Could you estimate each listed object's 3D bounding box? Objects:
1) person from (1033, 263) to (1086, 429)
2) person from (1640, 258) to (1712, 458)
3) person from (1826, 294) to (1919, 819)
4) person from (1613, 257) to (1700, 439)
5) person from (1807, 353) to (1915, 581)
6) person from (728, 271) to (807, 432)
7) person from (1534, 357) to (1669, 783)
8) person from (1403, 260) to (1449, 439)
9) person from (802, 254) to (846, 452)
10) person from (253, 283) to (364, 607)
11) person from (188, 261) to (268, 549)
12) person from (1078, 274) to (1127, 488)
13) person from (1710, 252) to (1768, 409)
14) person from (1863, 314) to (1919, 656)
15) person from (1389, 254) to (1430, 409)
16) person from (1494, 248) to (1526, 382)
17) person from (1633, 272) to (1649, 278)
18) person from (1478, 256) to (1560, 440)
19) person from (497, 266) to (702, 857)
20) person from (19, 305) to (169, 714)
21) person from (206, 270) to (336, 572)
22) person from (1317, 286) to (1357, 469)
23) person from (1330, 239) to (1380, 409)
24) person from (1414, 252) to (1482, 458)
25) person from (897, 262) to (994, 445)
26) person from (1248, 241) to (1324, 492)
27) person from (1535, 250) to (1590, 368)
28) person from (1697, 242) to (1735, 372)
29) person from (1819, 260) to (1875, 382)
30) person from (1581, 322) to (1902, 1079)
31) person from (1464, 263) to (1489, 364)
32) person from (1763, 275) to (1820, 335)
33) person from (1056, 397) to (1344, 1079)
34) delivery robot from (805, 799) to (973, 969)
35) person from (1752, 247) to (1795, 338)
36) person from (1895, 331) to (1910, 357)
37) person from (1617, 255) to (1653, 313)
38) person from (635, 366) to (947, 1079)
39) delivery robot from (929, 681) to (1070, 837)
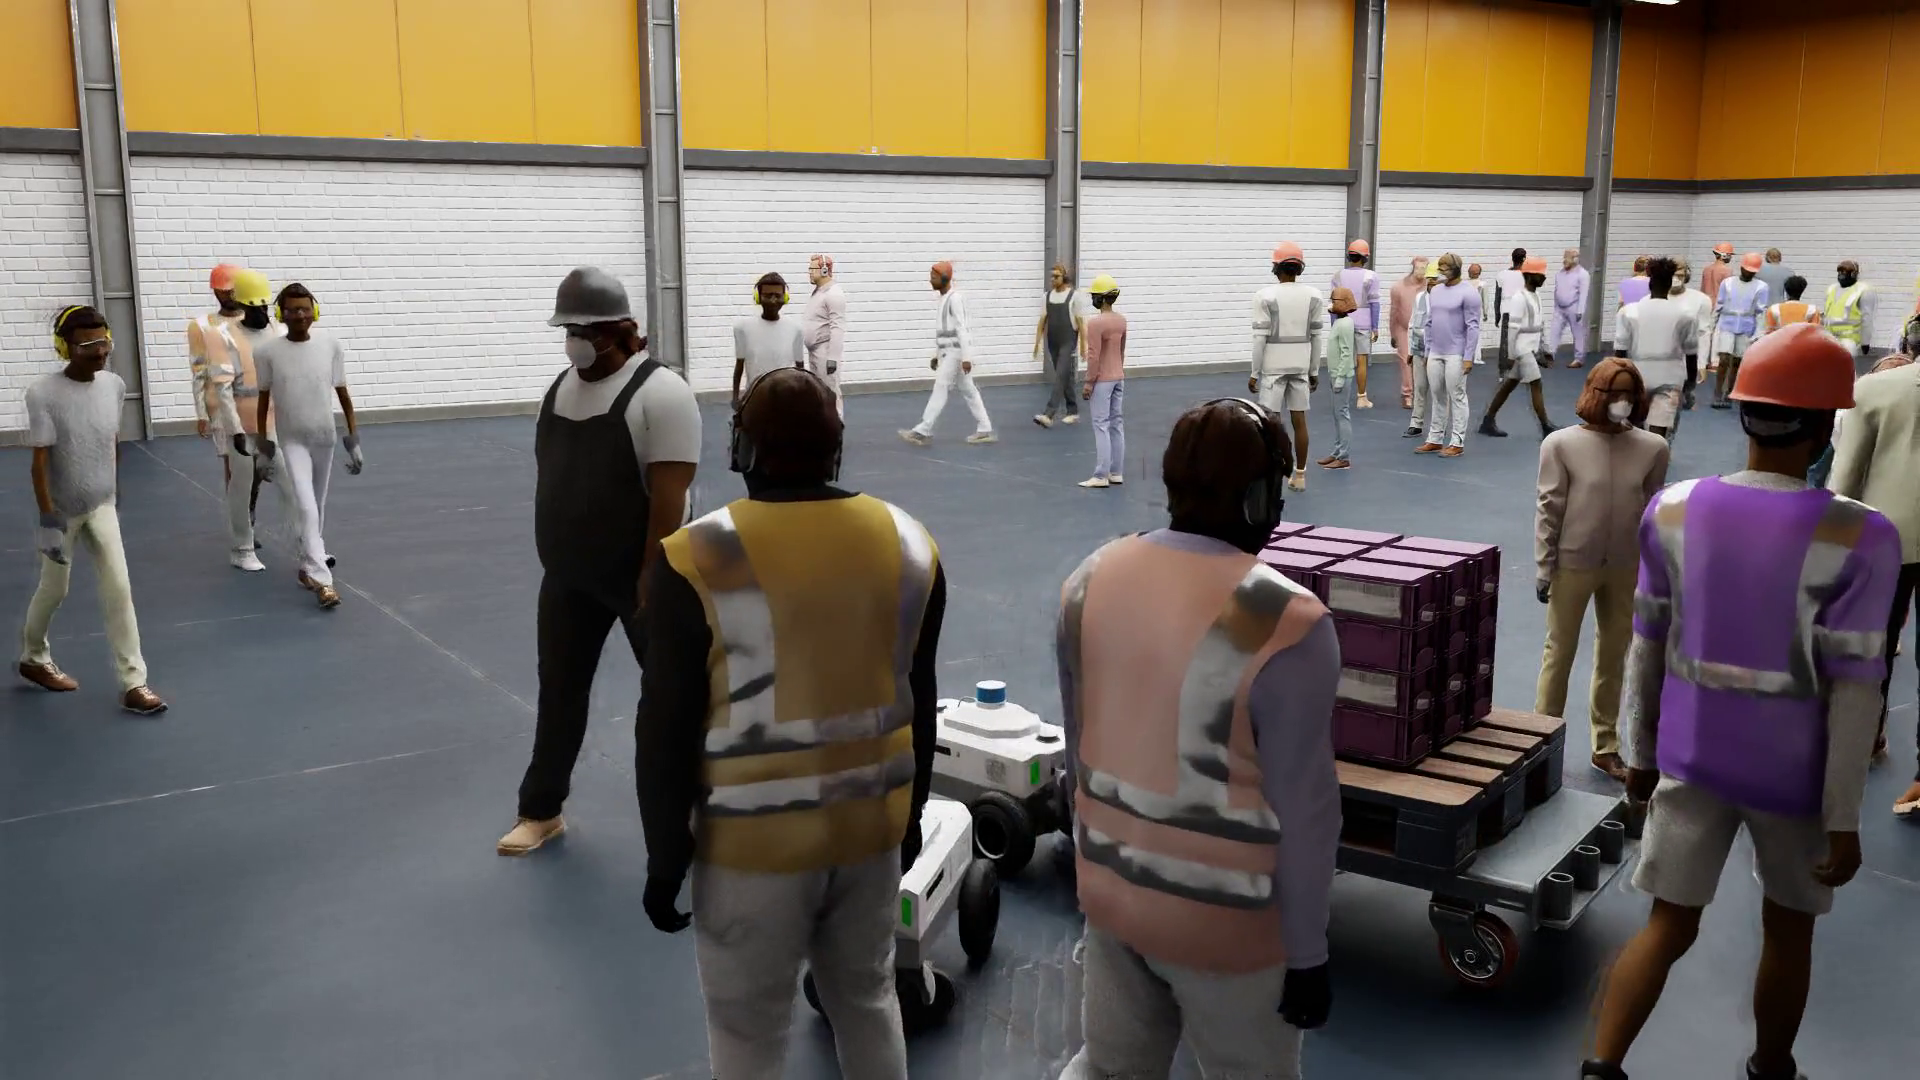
[{"bbox_3d":[1.069,-2.128,18.224,0.528,1.787,0.980,8,13,39],"label":"person"},{"bbox_3d":[6.446,-1.608,15.105,0.617,1.902,0.983,3,11,17],"label":"person"},{"bbox_3d":[3.517,0.016,6.101,0.666,1.942,1.021,5,12,27],"label":"person"},{"bbox_3d":[5.378,-1.216,12.885,0.623,1.908,1.004,4,11,21],"label":"person"},{"bbox_3d":[3.768,0.021,6.960,0.568,1.590,0.850,6,12,29],"label":"person"},{"bbox_3d":[-1.313,-0.905,11.371,0.550,1.846,0.449,-2,10,-9],"label":"person"},{"bbox_3d":[2.423,0.121,6.323,0.499,1.634,0.288,-1,10,-3],"label":"person"},{"bbox_3d":[4.866,-1.950,17.126,0.588,1.835,0.403,9,14,40],"label":"person"},{"bbox_3d":[-1.331,-1.792,16.066,0.409,1.907,0.649,-5,11,-23],"label":"person"},{"bbox_3d":[-3.716,-0.552,9.513,0.545,1.818,0.968,-7,13,-35],"label":"person"},{"bbox_3d":[-4.892,-0.915,11.231,0.550,1.920,0.671,-7,12,-34],"label":"person"},{"bbox_3d":[1.192,-1.315,13.837,0.311,1.769,0.525,7,13,35],"label":"person"},{"bbox_3d":[9.339,-2.505,20.013,0.629,1.888,0.645,4,11,23],"label":"person"},{"bbox_3d":[4.591,-0.251,8.056,0.554,1.731,0.769,5,11,23],"label":"person"},{"bbox_3d":[5.542,-2.537,20.264,0.652,1.878,0.582,1,10,6],"label":"person"},{"bbox_3d":[7.960,-3.222,23.871,0.590,1.920,0.399,8,13,37],"label":"person"},{"bbox_3d":[9.551,-3.002,23.445,0.509,1.632,0.266,5,12,27],"label":"person"},{"bbox_3d":[5.822,-1.963,17.070,0.992,1.884,0.563,7,12,33],"label":"person"},{"bbox_3d":[-1.195,0.005,5.846,0.683,2.000,1.001,5,11,24],"label":"person"},{"bbox_3d":[-3.917,-0.142,7.371,1.006,1.798,0.503,6,12,30],"label":"person"},{"bbox_3d":[-4.233,-0.695,10.157,0.959,1.872,0.589,9,14,41],"label":"person"},{"bbox_3d":[3.403,-1.456,14.962,0.279,1.636,0.505,1,10,5],"label":"person"},{"bbox_3d":[4.777,-2.598,20.107,0.611,2.043,0.375,6,12,31],"label":"person"},{"bbox_3d":[4.628,-1.746,15.742,0.374,1.933,0.627,-5,12,-27],"label":"person"},{"bbox_3d":[-0.111,-1.854,16.633,1.000,1.822,0.597,-2,11,-10],"label":"person"},{"bbox_3d":[2.631,-1.396,13.518,0.615,2.043,0.373,-3,11,-14],"label":"person"},{"bbox_3d":[9.544,-3.629,26.250,0.960,1.855,0.673,-6,12,-32],"label":"person"},{"bbox_3d":[11.685,-3.585,25.654,0.390,1.990,0.623,-3,11,-16],"label":"person"},{"bbox_3d":[10.135,-2.325,19.289,0.954,1.795,0.636,-2,11,-13],"label":"person"},{"bbox_3d":[1.668,0.486,3.606,0.913,1.907,0.549,-9,14,-42],"label":"person"},{"bbox_3d":[8.384,-3.690,27.189,0.514,1.645,0.309,9,13,39],"label":"person"},{"bbox_3d":[8.715,-1.935,17.463,0.550,1.681,0.434,5,11,24],"label":"person"},{"bbox_3d":[0.340,0.657,2.939,0.818,1.813,0.630,-7,12,-33],"label":"person"},{"bbox_3d":[-0.199,0.925,4.618,0.477,0.478,0.707,2,11,14],"label":"delivery robot"},{"bbox_3d":[12.552,-3.562,25.754,0.699,1.909,0.542,3,11,18],"label":"person"},{"bbox_3d":[6.117,-0.745,10.421,0.602,1.872,1.017,-4,11,-20],"label":"person"},{"bbox_3d":[8.605,-2.680,21.097,0.566,1.846,0.389,10,14,43],"label":"person"},{"bbox_3d":[-0.318,0.578,3.301,0.653,1.827,0.438,-7,12,-33],"label":"person"},{"bbox_3d":[0.104,0.727,5.706,0.707,0.478,0.477,10,14,43],"label":"delivery robot"}]
